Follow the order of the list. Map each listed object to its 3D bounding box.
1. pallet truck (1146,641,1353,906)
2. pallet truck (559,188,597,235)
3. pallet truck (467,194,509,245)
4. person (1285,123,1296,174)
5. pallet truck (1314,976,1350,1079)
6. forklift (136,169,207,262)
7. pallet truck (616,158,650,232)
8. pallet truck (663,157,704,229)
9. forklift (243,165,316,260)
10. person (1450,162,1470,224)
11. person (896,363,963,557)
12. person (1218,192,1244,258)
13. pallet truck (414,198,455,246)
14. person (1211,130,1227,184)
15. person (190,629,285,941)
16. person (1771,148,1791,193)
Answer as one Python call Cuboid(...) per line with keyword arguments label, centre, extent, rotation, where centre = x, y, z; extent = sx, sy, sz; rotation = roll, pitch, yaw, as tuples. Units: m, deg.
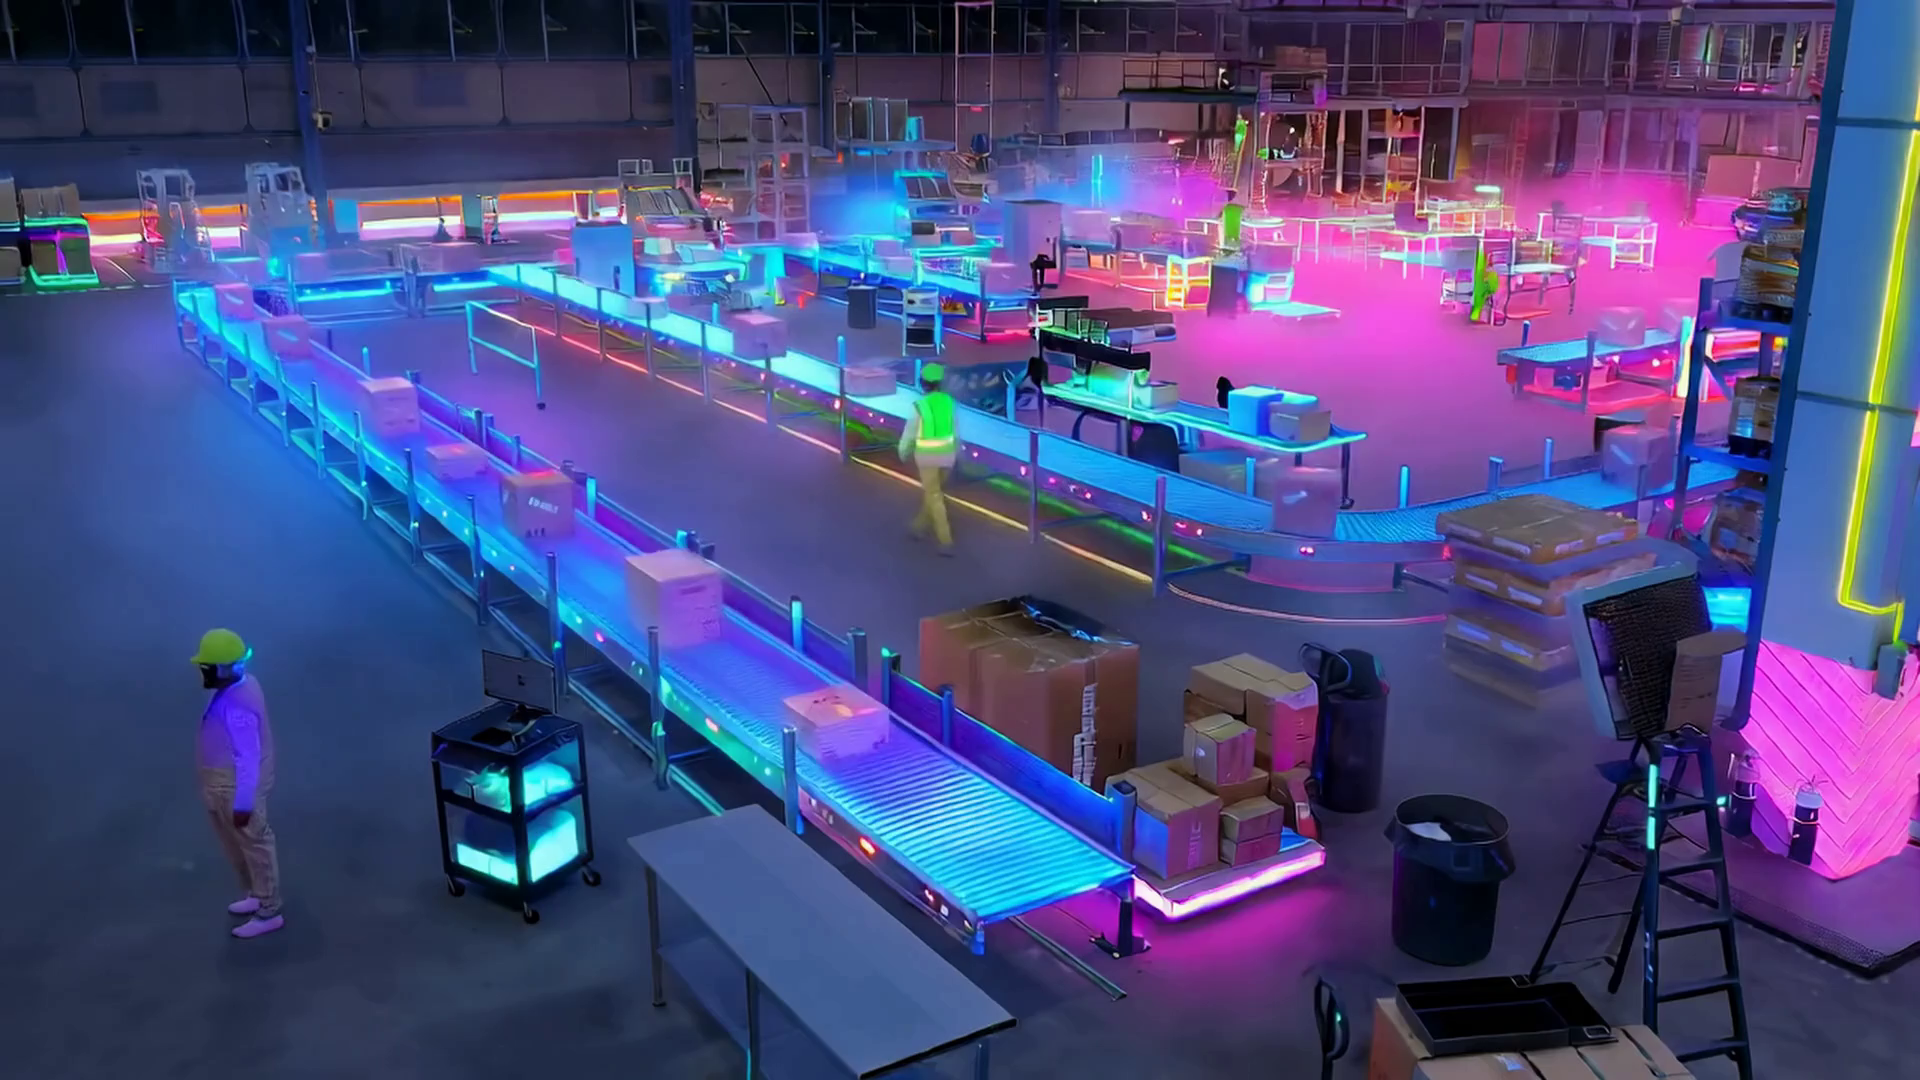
Cuboid(label="pallet truck", centre=(1.664, 1.407, 10.232), extent=(1.630, 1.274, 0.653), rotation=(-10, 20, -31))
Cuboid(label="pallet truck", centre=(-10.010, -8.652, 43.699), extent=(0.653, 1.274, 1.630), rotation=(-10, 20, -31))
Cuboid(label="pallet truck", centre=(-11.983, -8.177, 42.137), extent=(0.704, 1.261, 1.522), rotation=(-11, 20, -33))
Cuboid(label="person", centre=(12.666, -15.016, 63.807), extent=(0.366, 1.928, 0.585), rotation=(5, 17, 15))
Cuboid(label="pallet truck", centre=(2.299, 2.390, 7.086), extent=(1.601, 1.201, 0.680), rotation=(-2, 17, -7))
Cuboid(label="forklift", centre=(-17.842, -7.318, 37.559), extent=(1.157, 1.987, 2.680), rotation=(-10, 20, -31))
Cuboid(label="pallet truck", centre=(-8.918, -9.176, 44.255), extent=(0.823, 1.965, 1.885), rotation=(-9, 19, -27))
Cuboid(label="pallet truck", centre=(-7.586, -9.308, 44.692), extent=(0.823, 1.965, 1.885), rotation=(-11, 20, -33))
Cuboid(label="forklift", centre=(-15.898, -7.669, 38.708), extent=(1.157, 1.987, 2.680), rotation=(-11, 20, -33))
Cuboid(label="person", centre=(13.828, -9.513, 45.817), extent=(0.526, 1.737, 0.775), rotation=(-6, 18, -18))
Cuboid(label="person", centre=(-0.319, -0.834, 16.664), extent=(0.604, 1.892, 0.993), rotation=(-13, 21, -37))
Cuboid(label="person", centre=(5.861, -6.626, 36.109), extent=(0.547, 1.796, 0.929), rotation=(-4, 17, -12))
Cuboid(label="pallet truck", centre=(-13.250, -8.060, 41.856), extent=(0.680, 1.201, 1.601), rotation=(-10, 20, -31))
Cuboid(label="person", centre=(9.298, -13.733, 59.614), extent=(0.575, 1.883, 0.355), rotation=(6, 18, 20))
Cuboid(label="person", centre=(-4.087, 1.372, 9.434), extent=(0.403, 1.834, 0.589), rotation=(-7, 18, -23))
Cuboid(label="person", centre=(24.568, -10.749, 49.666), extent=(0.571, 1.883, 0.980), rotation=(-16, 23, -42))
